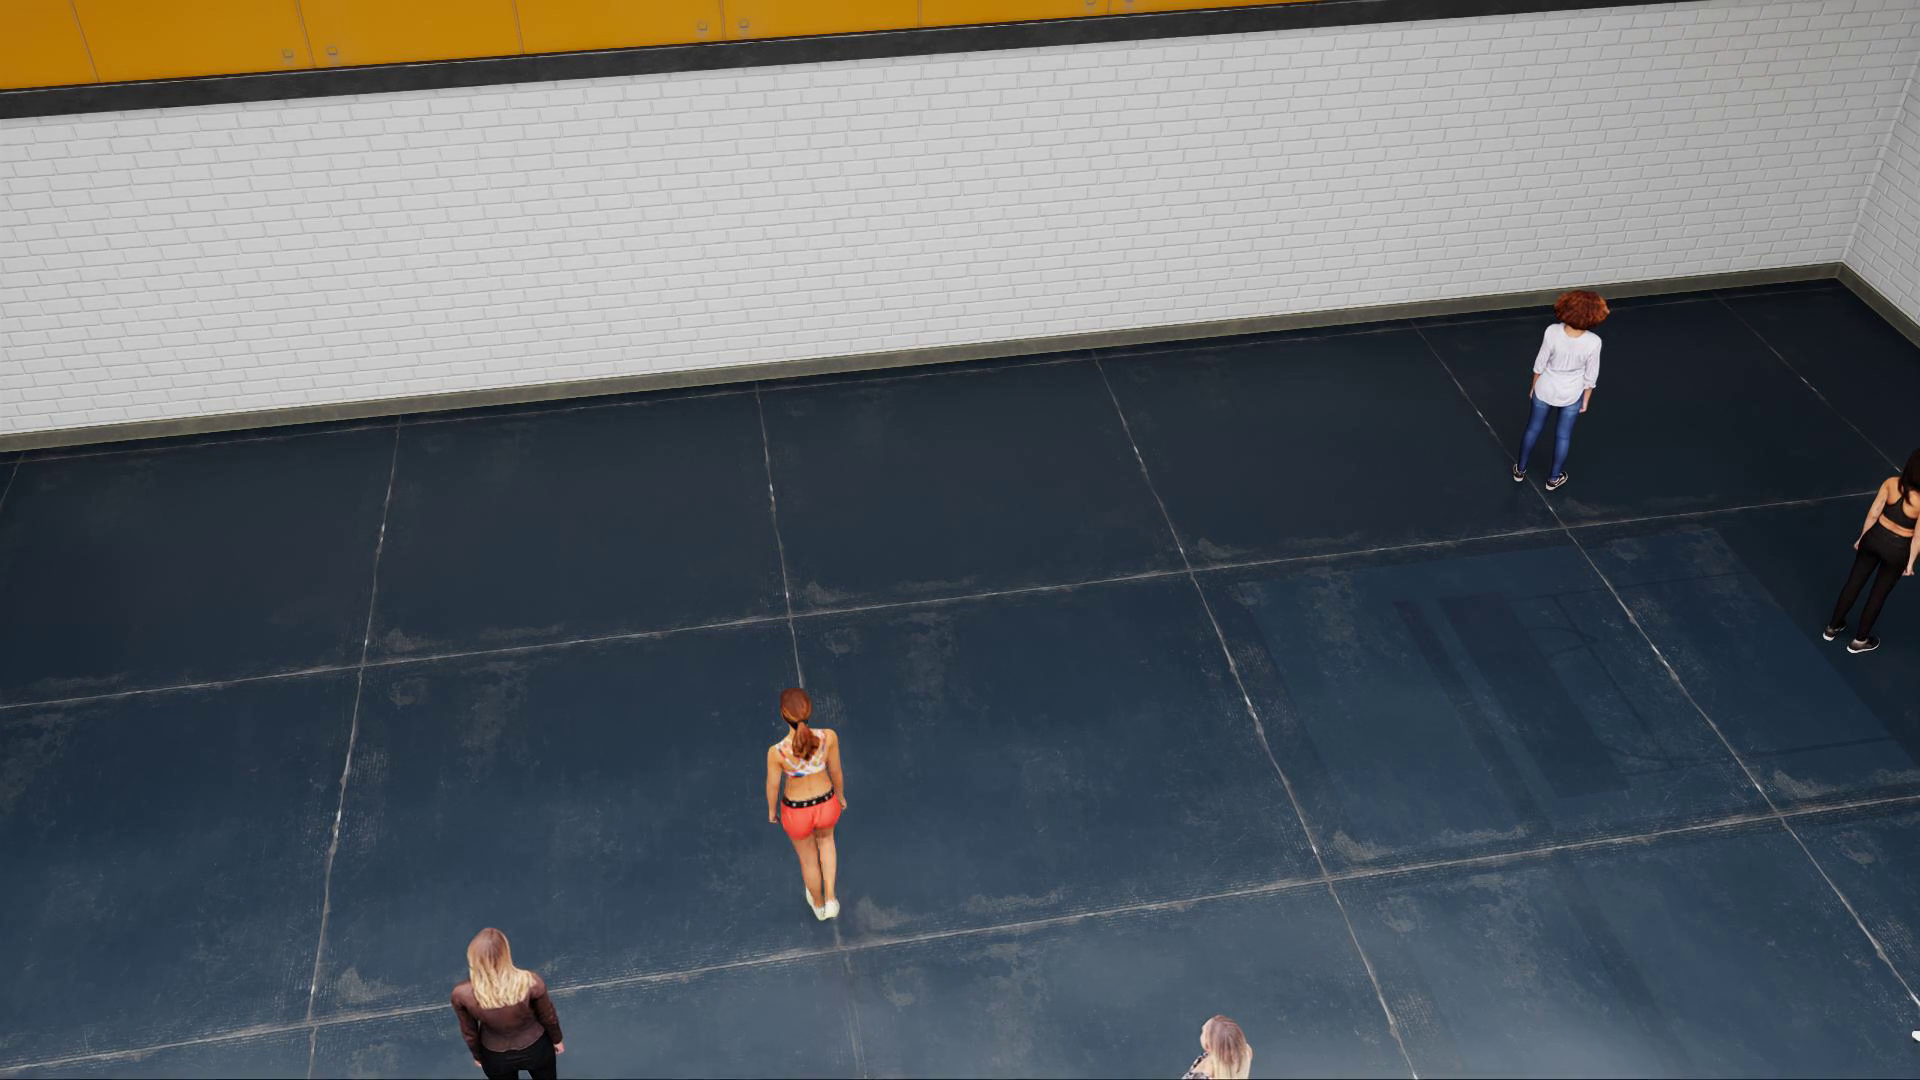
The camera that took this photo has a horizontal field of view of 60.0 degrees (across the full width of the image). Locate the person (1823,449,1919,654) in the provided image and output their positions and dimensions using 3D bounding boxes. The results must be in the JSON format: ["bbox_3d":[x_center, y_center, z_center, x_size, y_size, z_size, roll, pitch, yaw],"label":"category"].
[{"bbox_3d":[6.312,0.059,11.348,0.694,1.640,0.571,-24,44,-27],"label":"person"}]

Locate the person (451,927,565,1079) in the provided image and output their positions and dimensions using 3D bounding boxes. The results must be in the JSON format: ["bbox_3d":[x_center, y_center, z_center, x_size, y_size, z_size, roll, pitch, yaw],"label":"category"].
[{"bbox_3d":[-2.194,2.518,8.219,0.609,1.705,0.508,-8,39,-10],"label":"person"}]

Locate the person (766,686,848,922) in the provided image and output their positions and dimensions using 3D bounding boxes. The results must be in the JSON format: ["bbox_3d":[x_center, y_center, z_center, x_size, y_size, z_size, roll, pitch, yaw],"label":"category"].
[{"bbox_3d":[-0.820,1.570,9.341,0.659,1.785,0.682,-13,40,-16],"label":"person"}]

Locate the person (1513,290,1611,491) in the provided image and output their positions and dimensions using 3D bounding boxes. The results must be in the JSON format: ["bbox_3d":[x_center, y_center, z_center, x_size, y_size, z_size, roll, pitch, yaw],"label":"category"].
[{"bbox_3d":[4.625,-1.164,12.822,0.750,1.712,0.798,20,43,23],"label":"person"}]

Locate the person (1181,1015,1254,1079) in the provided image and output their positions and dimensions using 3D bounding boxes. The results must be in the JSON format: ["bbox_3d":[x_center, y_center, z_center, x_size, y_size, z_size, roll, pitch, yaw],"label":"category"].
[{"bbox_3d":[1.187,2.810,7.852,0.671,1.705,0.642,31,48,33],"label":"person"}]
